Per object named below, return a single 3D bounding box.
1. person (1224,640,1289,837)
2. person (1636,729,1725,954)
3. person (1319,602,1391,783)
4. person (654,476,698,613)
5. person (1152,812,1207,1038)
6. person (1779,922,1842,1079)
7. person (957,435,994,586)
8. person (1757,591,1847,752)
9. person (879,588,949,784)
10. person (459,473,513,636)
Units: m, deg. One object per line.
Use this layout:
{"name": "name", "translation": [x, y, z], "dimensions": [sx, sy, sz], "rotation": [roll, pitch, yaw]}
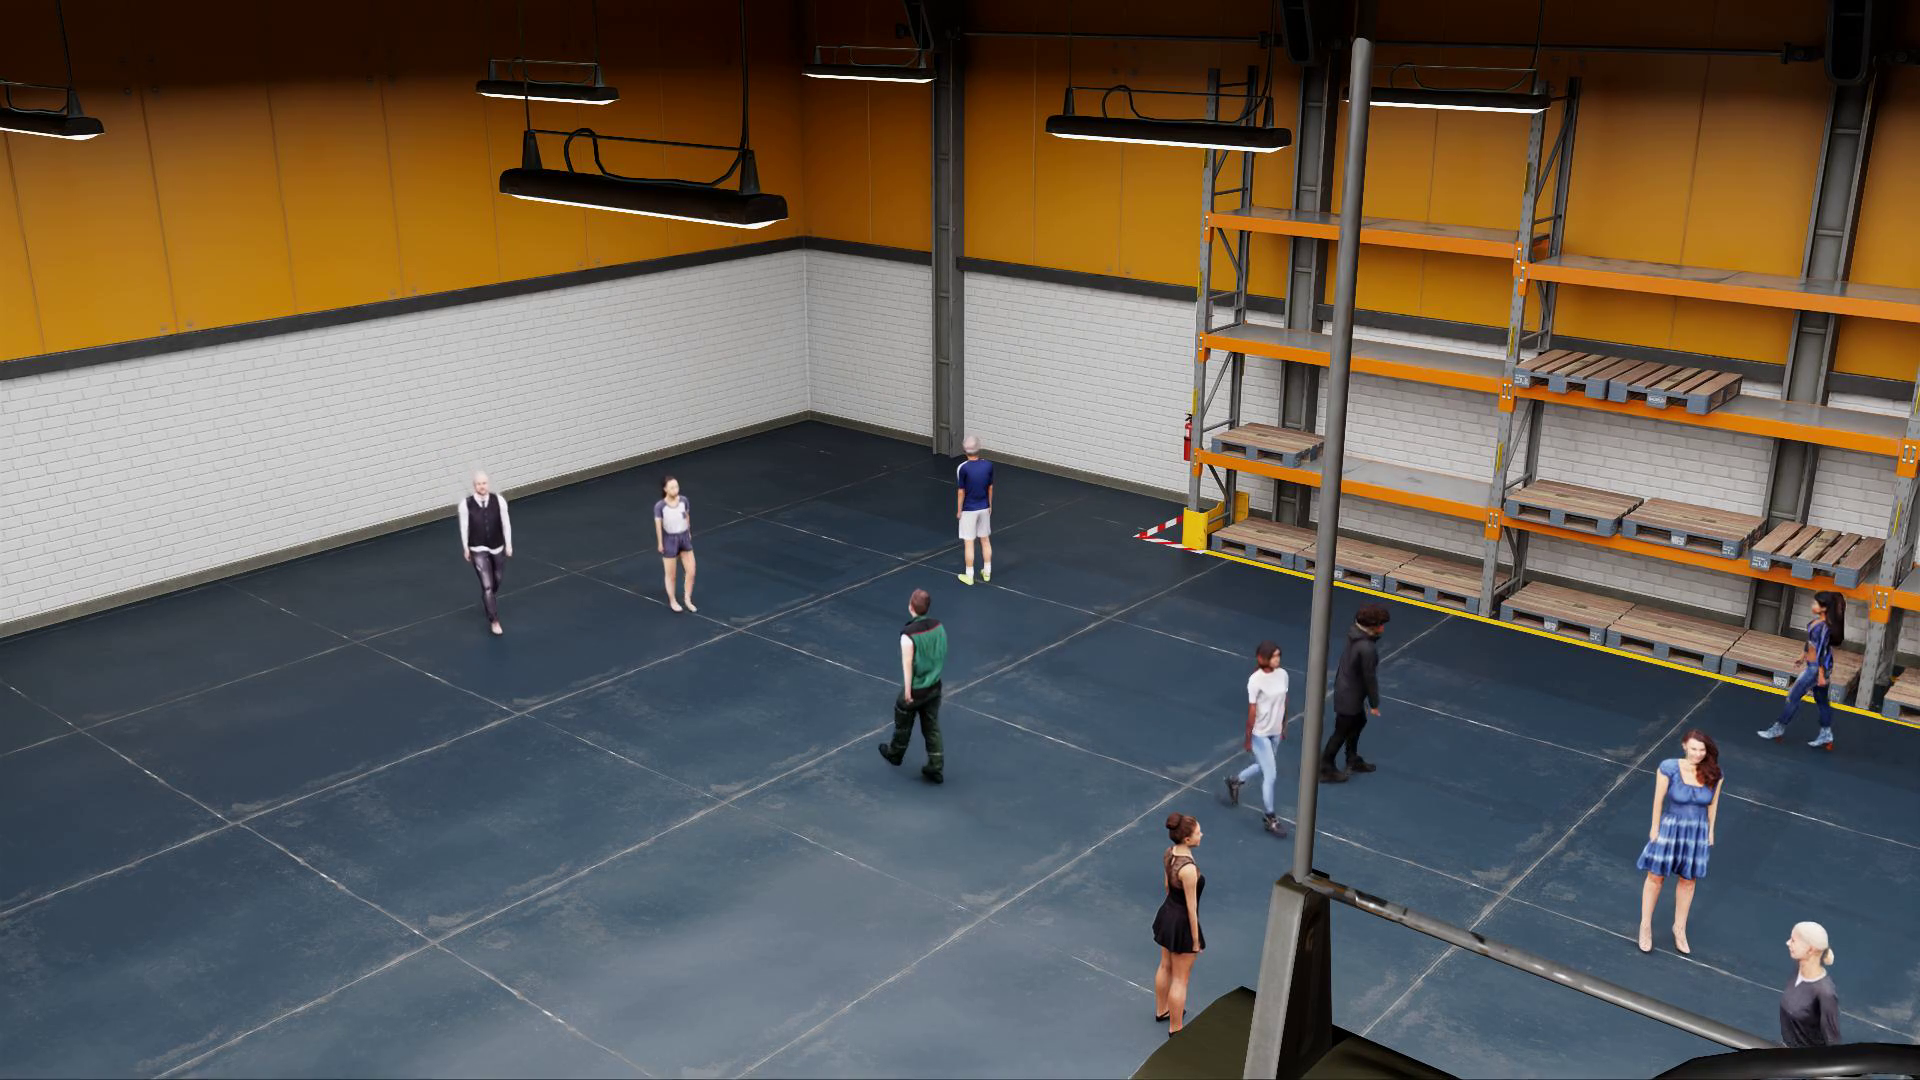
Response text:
{"name": "person", "translation": [2.577, 1.657, 14.337], "dimensions": [0.757, 1.695, 1.105], "rotation": [-13, 23, -34]}
{"name": "person", "translation": [5.377, 2.247, 12.412], "dimensions": [0.713, 1.805, 0.818], "rotation": [2, 19, 6]}
{"name": "person", "translation": [3.474, 1.394, 15.052], "dimensions": [0.942, 1.736, 0.878], "rotation": [-3, 19, -10]}
{"name": "person", "translation": [-3.332, 0.036, 19.241], "dimensions": [0.689, 1.637, 0.699], "rotation": [-12, 22, -32]}
{"name": "person", "translation": [1.513, 2.637, 11.459], "dimensions": [0.739, 1.675, 0.656], "rotation": [-5, 19, -15]}
{"name": "person", "translation": [5.221, 3.121, 10.032], "dimensions": [1.217, 1.668, 1.033], "rotation": [2, 19, 6]}
{"name": "person", "translation": [0.184, -0.371, 20.139], "dimensions": [0.711, 1.835, 0.694], "rotation": [-9, 21, -25]}
{"name": "person", "translation": [8.181, 1.247, 15.713], "dimensions": [0.923, 1.594, 0.713], "rotation": [11, 21, 29]}
{"name": "person", "translation": [-0.305, 1.352, 15.064], "dimensions": [0.776, 1.809, 1.062], "rotation": [-15, 24, -37]}
{"name": "person", "translation": [-5.341, 0.110, 18.789], "dimensions": [1.024, 1.785, 1.311], "rotation": [-9, 21, -25]}
